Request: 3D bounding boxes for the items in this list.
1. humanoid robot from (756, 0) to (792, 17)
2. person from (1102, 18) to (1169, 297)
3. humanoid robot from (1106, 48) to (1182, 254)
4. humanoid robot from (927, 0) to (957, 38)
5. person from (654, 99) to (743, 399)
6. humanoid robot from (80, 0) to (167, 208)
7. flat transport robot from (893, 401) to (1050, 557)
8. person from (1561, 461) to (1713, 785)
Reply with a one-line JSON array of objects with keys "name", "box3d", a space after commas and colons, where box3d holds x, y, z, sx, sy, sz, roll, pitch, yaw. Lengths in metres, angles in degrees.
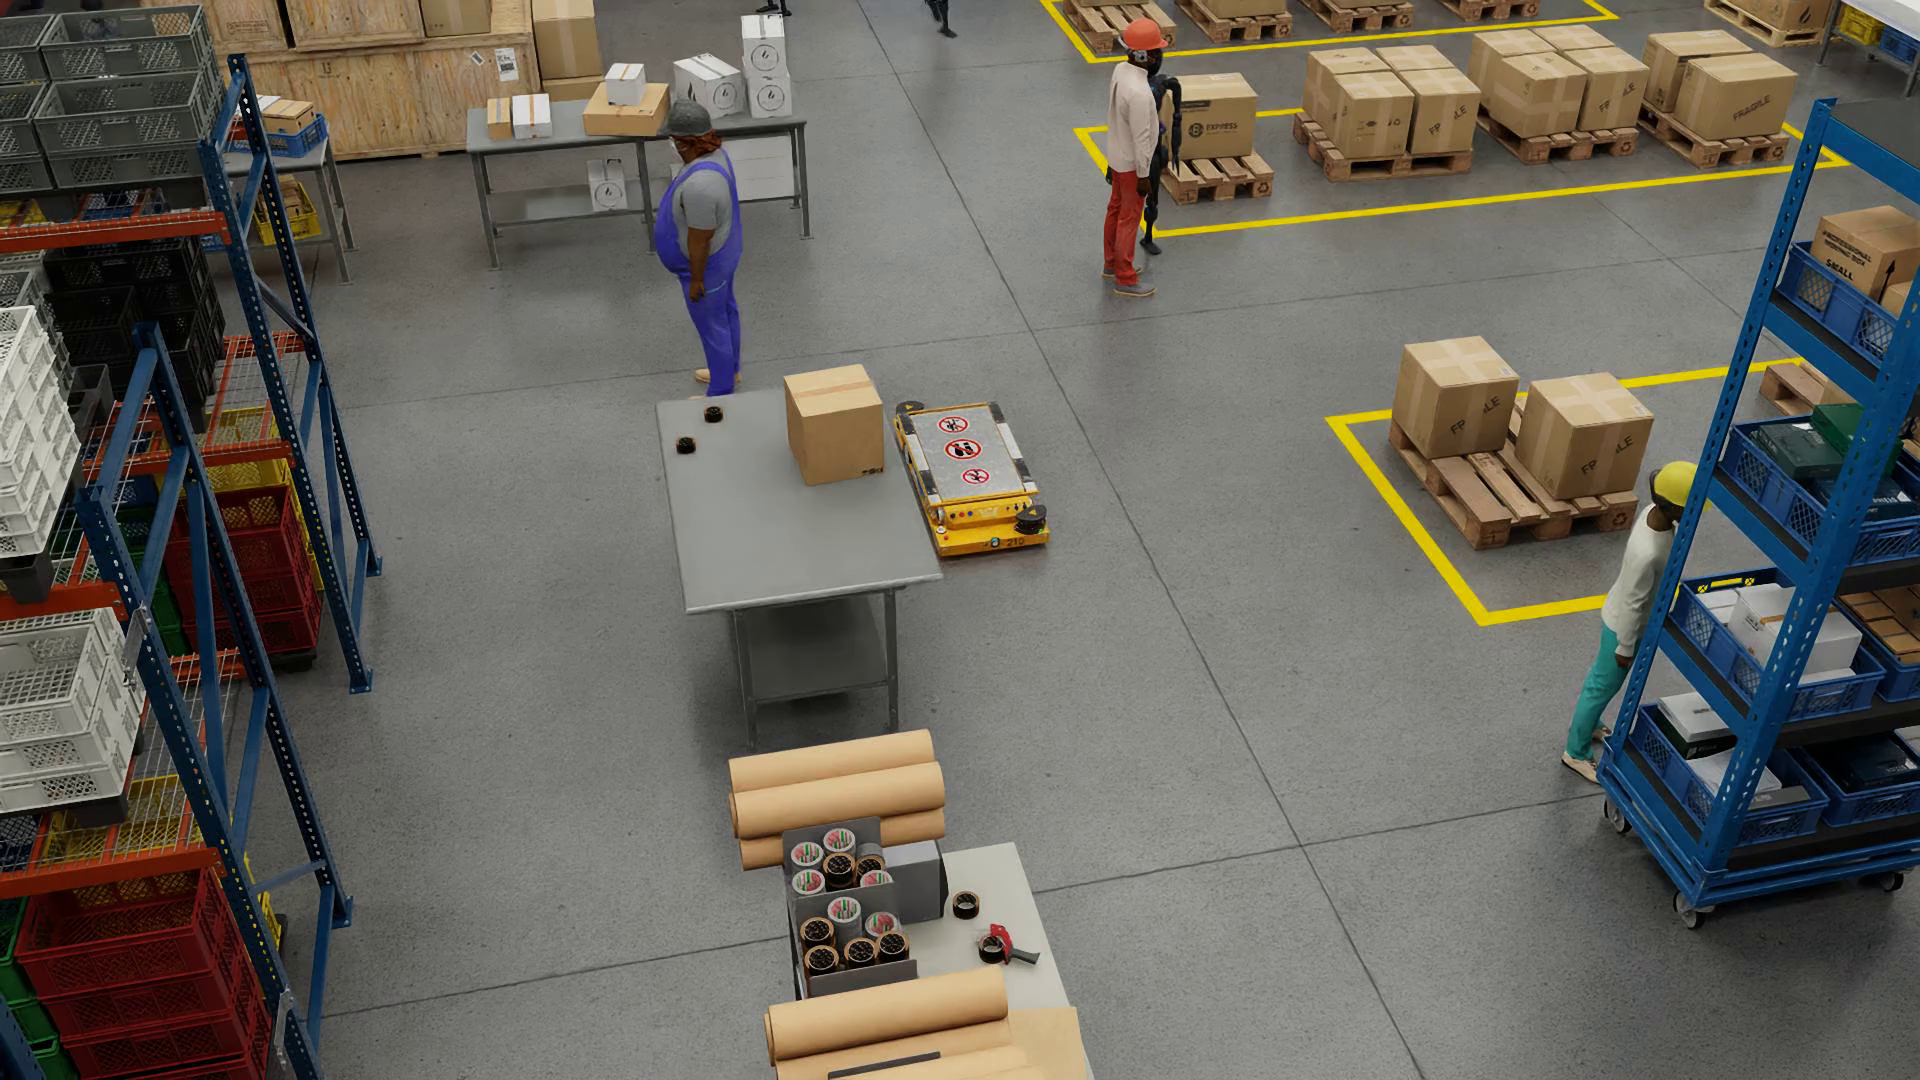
[{"name": "humanoid robot", "box3d": [-1.916, -6.014, 16.455, 0.335, 1.651, 0.570, -30, 46, -34]}, {"name": "person", "box3d": [1.218, -2.683, 11.716, 0.378, 1.994, 0.610, -7, 37, -9]}, {"name": "humanoid robot", "box3d": [1.342, -2.859, 12.215, 0.569, 1.651, 0.325, -8, 37, -11]}, {"name": "humanoid robot", "box3d": [-0.185, -5.742, 16.101, 0.615, 1.631, 0.487, -25, 44, -30]}, {"name": "person", "box3d": [-1.641, -1.802, 10.493, 0.536, 2.000, 0.679, 2, 37, 2]}, {"name": "humanoid robot", "box3d": [-6.508, -3.458, 13.044, 0.602, 1.625, 0.703, -23, 42, -28]}, {"name": "flat transport robot", "box3d": [0.046, -0.430, 10.108, 0.652, 0.197, 1.431, -8, 37, -10]}, {"name": "person", "box3d": [3.174, 0.372, 7.799, 0.315, 1.765, 0.533, 18, 40, 22]}]
